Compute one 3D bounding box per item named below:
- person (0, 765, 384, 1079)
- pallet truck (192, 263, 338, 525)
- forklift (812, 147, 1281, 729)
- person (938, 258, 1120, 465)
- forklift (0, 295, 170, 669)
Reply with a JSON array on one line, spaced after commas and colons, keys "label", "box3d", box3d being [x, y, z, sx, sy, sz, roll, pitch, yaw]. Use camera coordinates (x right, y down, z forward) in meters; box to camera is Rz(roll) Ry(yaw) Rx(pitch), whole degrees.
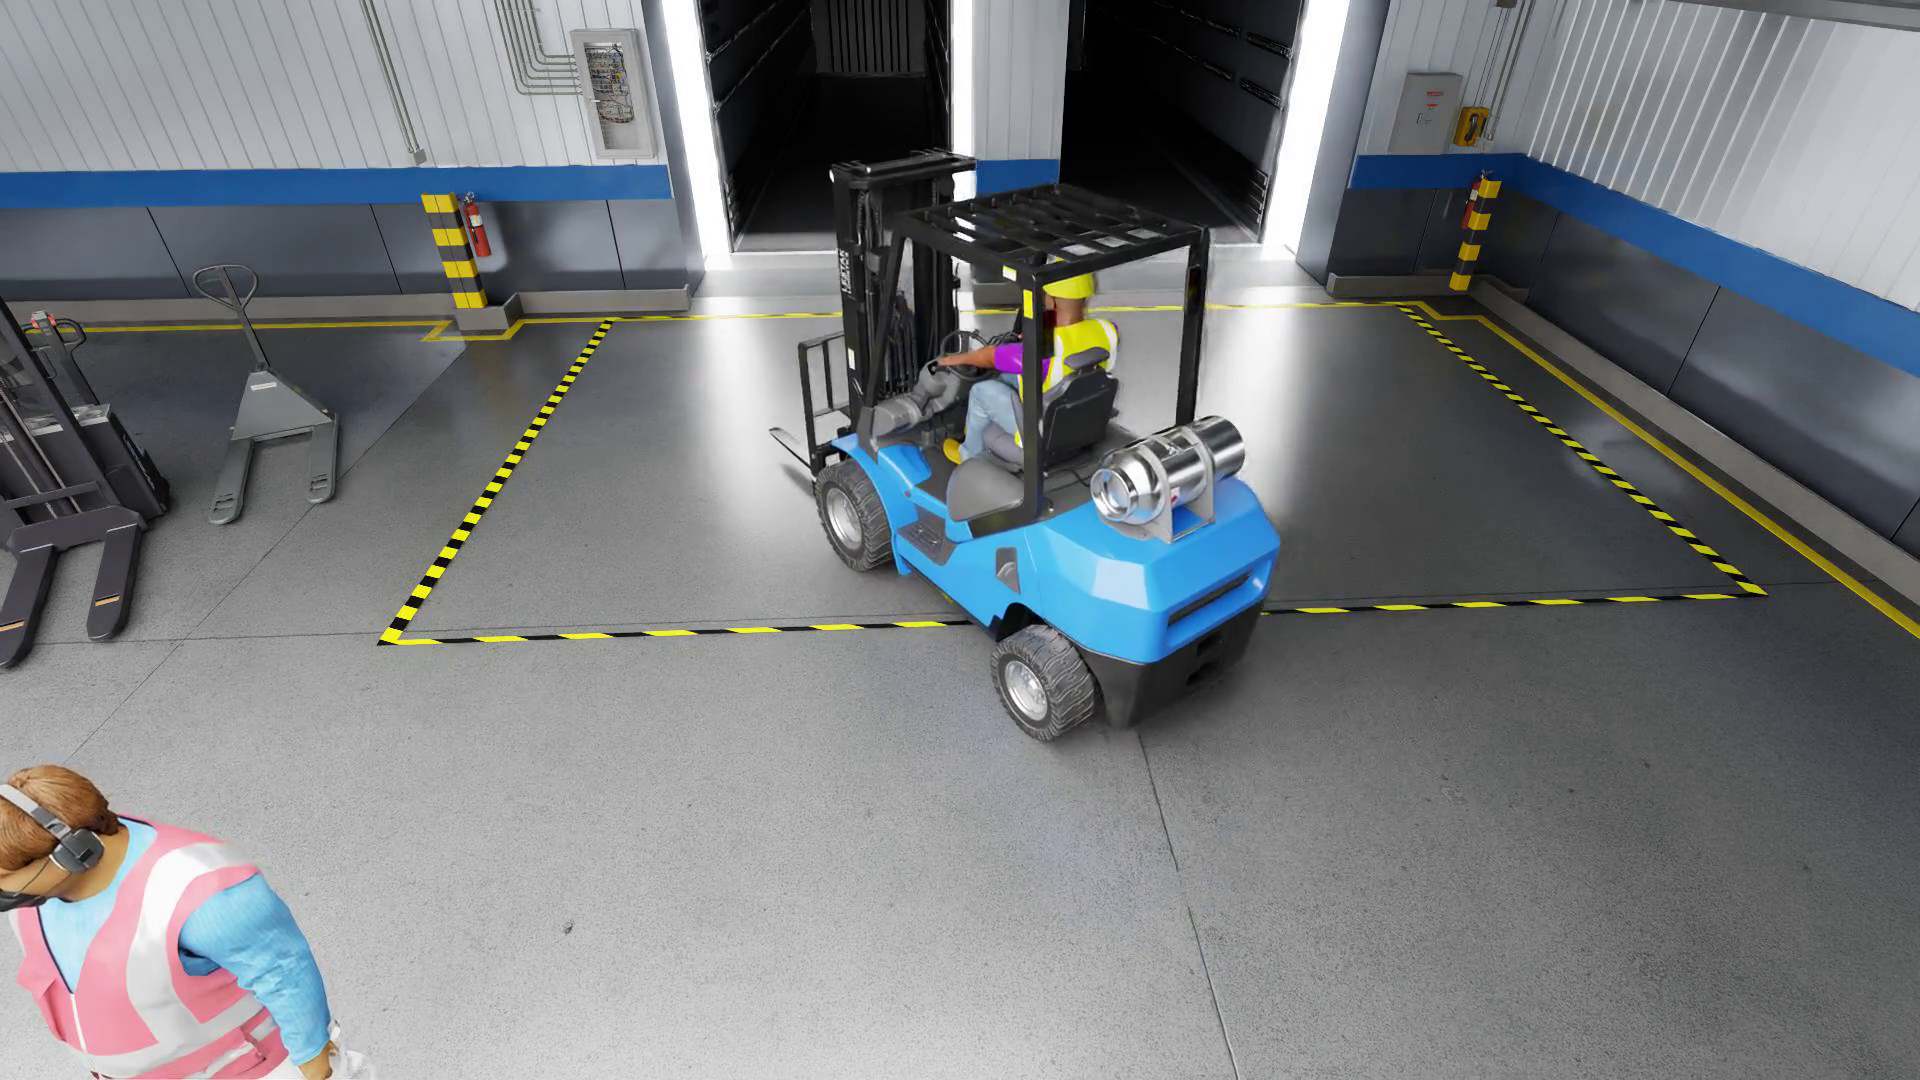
[{"label": "person", "box3d": [-1.895, 1.240, 2.343, 0.632, 1.841, 0.429, 7, 36, 11]}, {"label": "pallet truck", "box3d": [-4.778, -1.027, 6.128, 0.680, 1.201, 1.601, -17, 38, -23]}, {"label": "forklift", "box3d": [0.317, -0.658, 4.625, 1.157, 2.036, 2.680, -23, 41, -30]}, {"label": "person", "box3d": [0.287, -0.842, 4.561, 0.635, 1.294, 1.004, -23, 41, -30]}, {"label": "forklift", "box3d": [-5.212, -0.618, 4.878, 0.823, 1.965, 1.885, -20, 39, -26]}]
